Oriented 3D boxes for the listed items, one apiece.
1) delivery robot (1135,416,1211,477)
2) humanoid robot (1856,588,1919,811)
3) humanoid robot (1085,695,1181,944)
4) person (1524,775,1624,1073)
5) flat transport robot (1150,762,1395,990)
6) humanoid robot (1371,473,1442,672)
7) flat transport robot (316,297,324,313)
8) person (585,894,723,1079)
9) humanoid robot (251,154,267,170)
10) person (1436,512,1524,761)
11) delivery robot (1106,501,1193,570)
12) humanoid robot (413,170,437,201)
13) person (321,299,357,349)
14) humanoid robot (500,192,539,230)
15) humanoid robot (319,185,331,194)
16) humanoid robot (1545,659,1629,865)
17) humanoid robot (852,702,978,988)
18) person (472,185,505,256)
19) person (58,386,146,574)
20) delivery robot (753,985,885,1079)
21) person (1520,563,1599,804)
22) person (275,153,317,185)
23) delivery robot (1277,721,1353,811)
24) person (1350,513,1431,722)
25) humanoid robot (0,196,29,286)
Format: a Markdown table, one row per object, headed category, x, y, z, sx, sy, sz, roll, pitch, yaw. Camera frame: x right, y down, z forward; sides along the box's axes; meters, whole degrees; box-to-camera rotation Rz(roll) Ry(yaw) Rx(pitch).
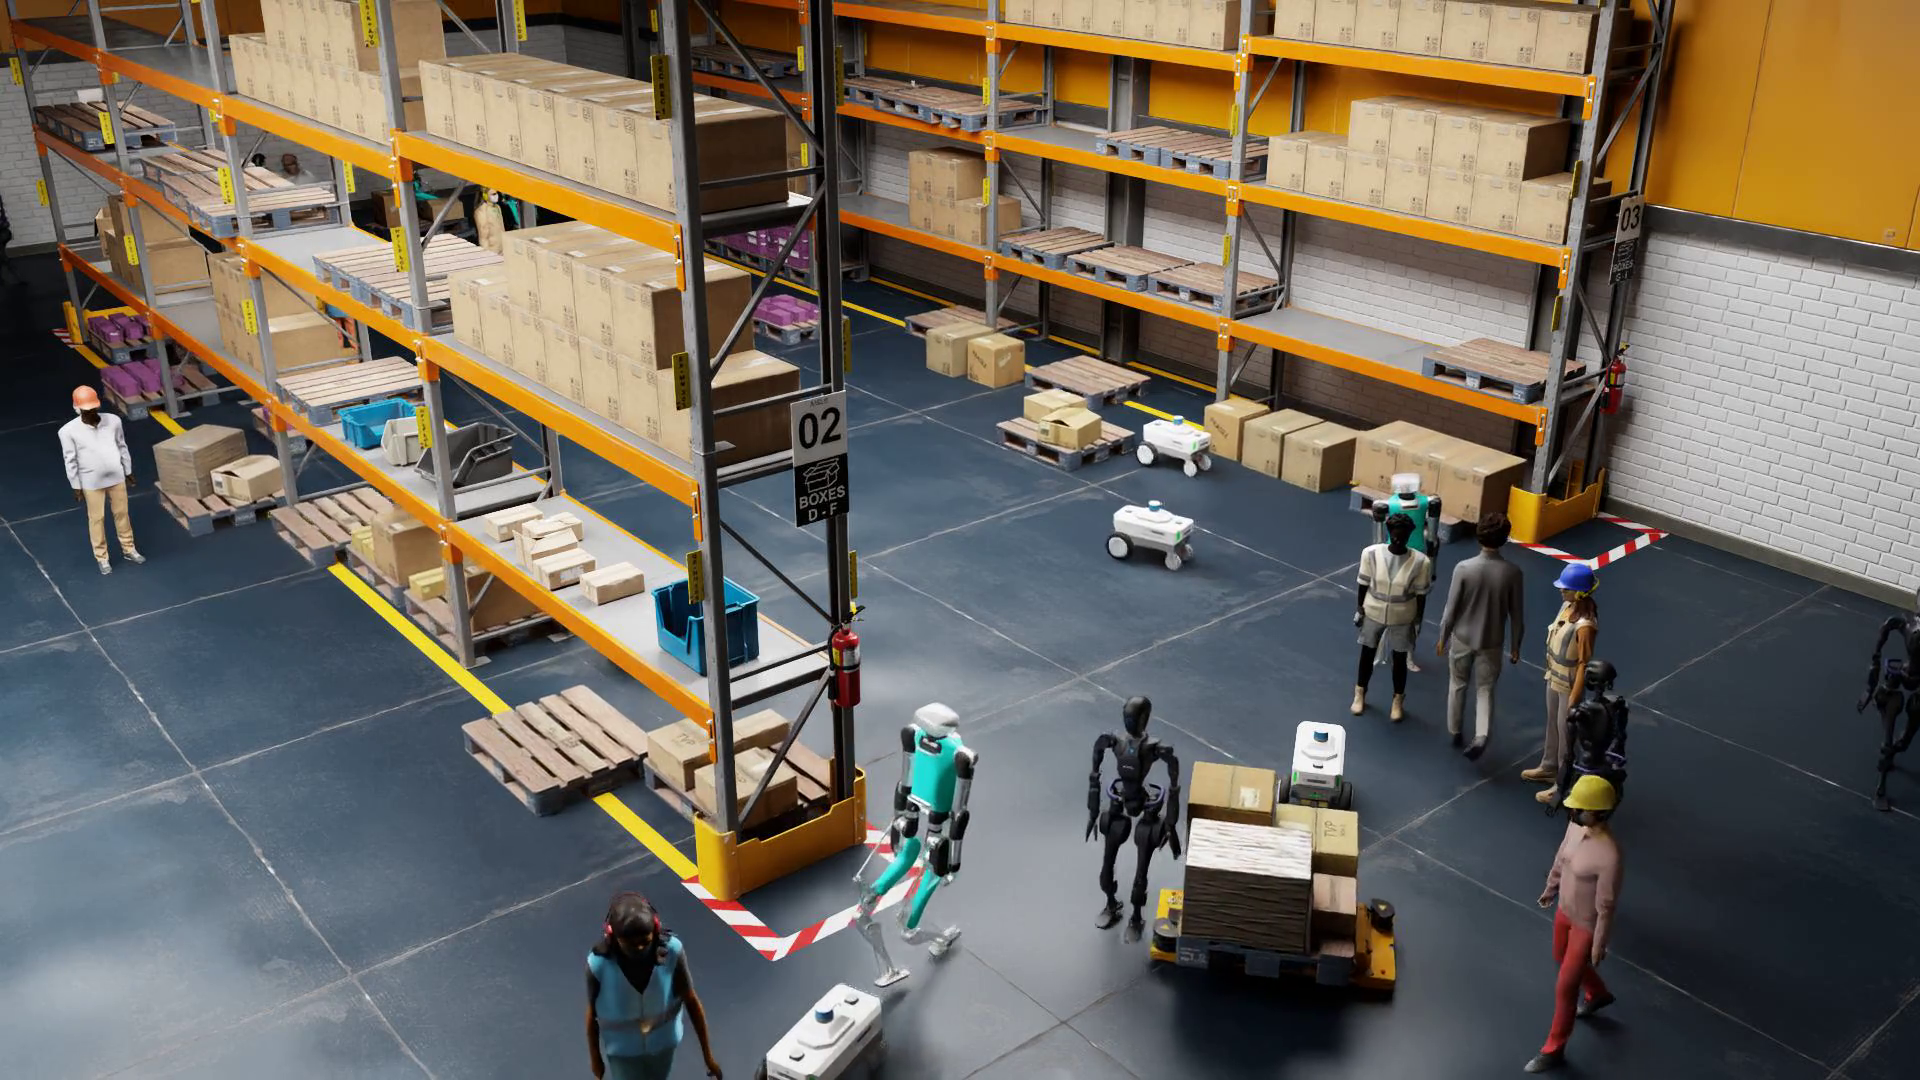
| category | x | y | z | sx | sy | sz | roll | pitch | yaw |
| --- | --- | --- | --- | --- | --- | --- | --- | --- | --- |
| delivery robot | 2.297 | -1.037 | 17.648 | 0.742 | 0.566 | 0.499 | 20 | 30 | 38 |
| humanoid robot | 6.603 | 1.031 | 11.566 | 0.609 | 1.649 | 0.771 | 8 | 25 | 18 |
| humanoid robot | 1.056 | 1.676 | 10.001 | 0.602 | 1.655 | 0.314 | 9 | 25 | 20 |
| person | 3.435 | 2.042 | 9.074 | 0.698 | 1.747 | 0.561 | -5 | 24 | -11 |
| flat transport robot | 1.909 | 2.382 | 10.126 | 1.431 | 0.231 | 0.659 | 5 | 24 | 11 |
| humanoid robot | 3.472 | 0.223 | 13.269 | 0.571 | 1.763 | 0.725 | 0 | 23 | 0 |
| flat transport robot | -9.566 | -3.271 | 23.217 | 1.431 | 0.231 | 0.659 | 4 | 24 | 10 |
| person | -1.464 | 2.469 | 7.963 | 0.565 | 1.808 | 0.995 | -10 | 25 | -22 |
| humanoid robot | -10.903 | -5.244 | 26.076 | 0.586 | 1.621 | 0.795 | 11 | 26 | 24 |
| person | 3.739 | 0.724 | 11.947 | 0.586 | 1.871 | 0.641 | 6 | 24 | 13 |
| delivery robot | 1.784 | -0.077 | 15.443 | 0.778 | 0.581 | 0.499 | 14 | 27 | 30 |
| humanoid robot | -8.744 | -5.816 | 27.318 | 1.002 | 1.773 | 0.530 | 1 | 23 | 3 |
| person | -7.465 | -2.757 | 20.134 | 0.487 | 1.770 | 0.324 | 1 | 23 | 3 |
| humanoid robot | -7.052 | -5.526 | 26.586 | 0.540 | 1.733 | 0.979 | -18 | 29 | -36 |
| humanoid robot | -9.011 | -4.131 | 23.246 | 0.700 | 1.711 | 0.530 | -6 | 24 | -13 |
| humanoid robot | 3.952 | 1.527 | 10.369 | 0.616 | 1.659 | 0.524 | -13 | 27 | -28 |
| humanoid robot | -0.318 | 1.845 | 9.548 | 0.534 | 1.756 | 0.939 | 20 | 30 | 38 |
| person | -6.407 | -3.957 | 22.784 | 0.400 | 1.877 | 0.554 | 6 | 24 | 13 |
| person | -7.769 | -0.566 | 15.080 | 0.335 | 1.749 | 0.573 | 18 | 29 | 36 |
| delivery robot | -0.732 | 2.749 | 8.913 | 0.499 | 0.591 | 0.768 | 13 | 27 | 27 |
| person | 4.161 | 0.980 | 11.469 | 0.323 | 1.777 | 0.473 | 0 | 23 | 0 |
| person | -9.854 | -4.846 | 24.840 | 0.716 | 1.890 | 0.439 | -14 | 27 | -29 |
| delivery robot | 2.500 | 1.577 | 11.613 | 0.499 | 0.581 | 0.774 | 6 | 24 | 13 |
| person | 3.236 | 0.570 | 12.531 | 0.534 | 1.694 | 0.320 | 9 | 25 | 20 |
| humanoid robot | -14.206 | -4.558 | 24.484 | 0.783 | 1.625 | 0.583 | 3 | 24 | 8 |
